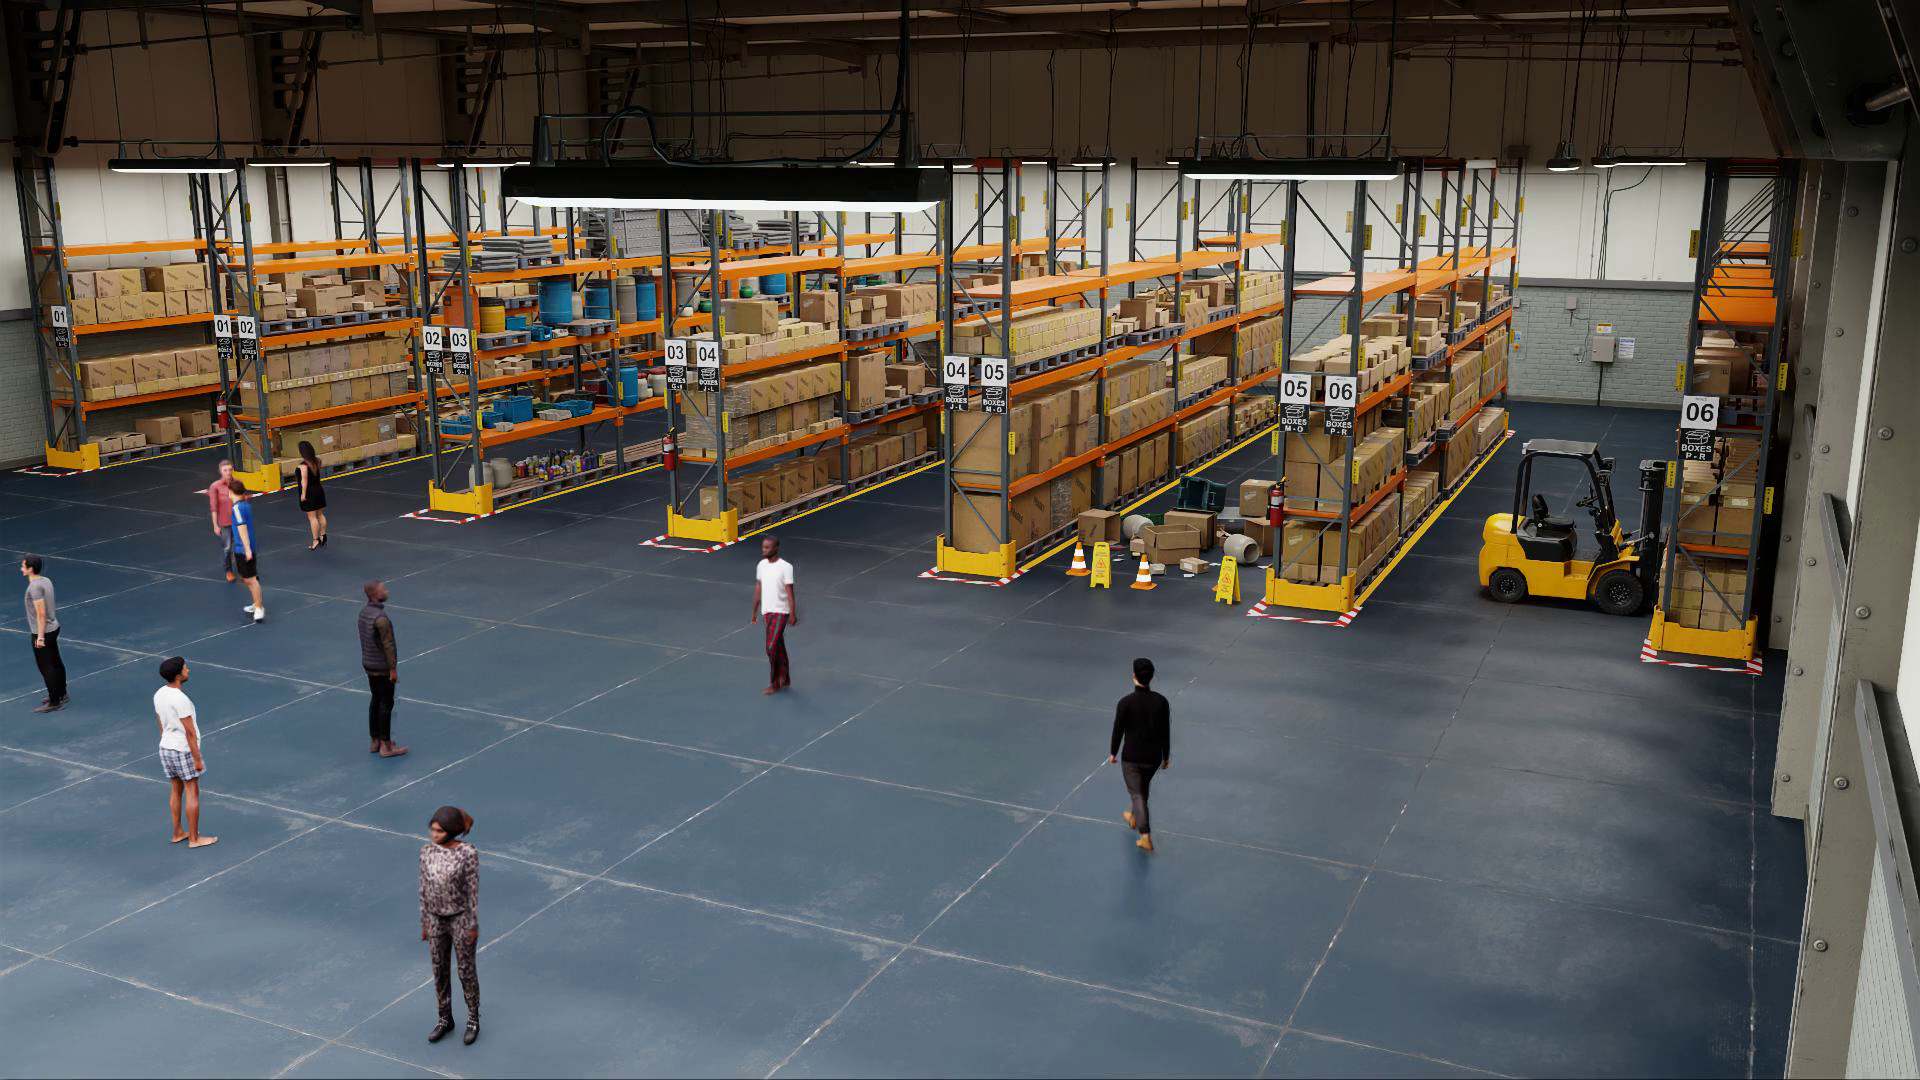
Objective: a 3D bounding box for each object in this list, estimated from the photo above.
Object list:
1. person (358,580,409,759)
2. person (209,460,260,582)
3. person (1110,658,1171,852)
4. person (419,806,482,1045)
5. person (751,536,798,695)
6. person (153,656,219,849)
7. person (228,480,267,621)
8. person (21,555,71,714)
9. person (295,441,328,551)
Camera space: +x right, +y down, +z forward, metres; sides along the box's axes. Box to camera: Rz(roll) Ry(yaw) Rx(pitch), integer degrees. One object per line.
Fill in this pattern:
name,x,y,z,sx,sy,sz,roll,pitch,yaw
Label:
person,-5.957,1.303,17.072,0.718,1.835,0.772,-12,17,-41
person,-10.491,-0.250,23.879,1.223,1.789,1.109,-11,17,-39
person,1.622,1.922,14.730,1.072,1.685,1.170,-3,13,-14
person,-3.520,2.647,11.529,0.630,1.717,0.619,2,13,10
person,-2.056,0.835,19.128,0.782,1.819,0.828,10,17,38
person,-6.942,1.878,14.810,0.673,1.735,0.589,9,16,35
person,-9.443,0.140,22.096,0.904,1.833,0.874,-9,16,-33
person,-10.184,1.015,18.500,0.760,1.750,0.695,-4,14,-18
person,-10.125,-0.708,26.025,0.768,1.713,0.617,3,13,11
